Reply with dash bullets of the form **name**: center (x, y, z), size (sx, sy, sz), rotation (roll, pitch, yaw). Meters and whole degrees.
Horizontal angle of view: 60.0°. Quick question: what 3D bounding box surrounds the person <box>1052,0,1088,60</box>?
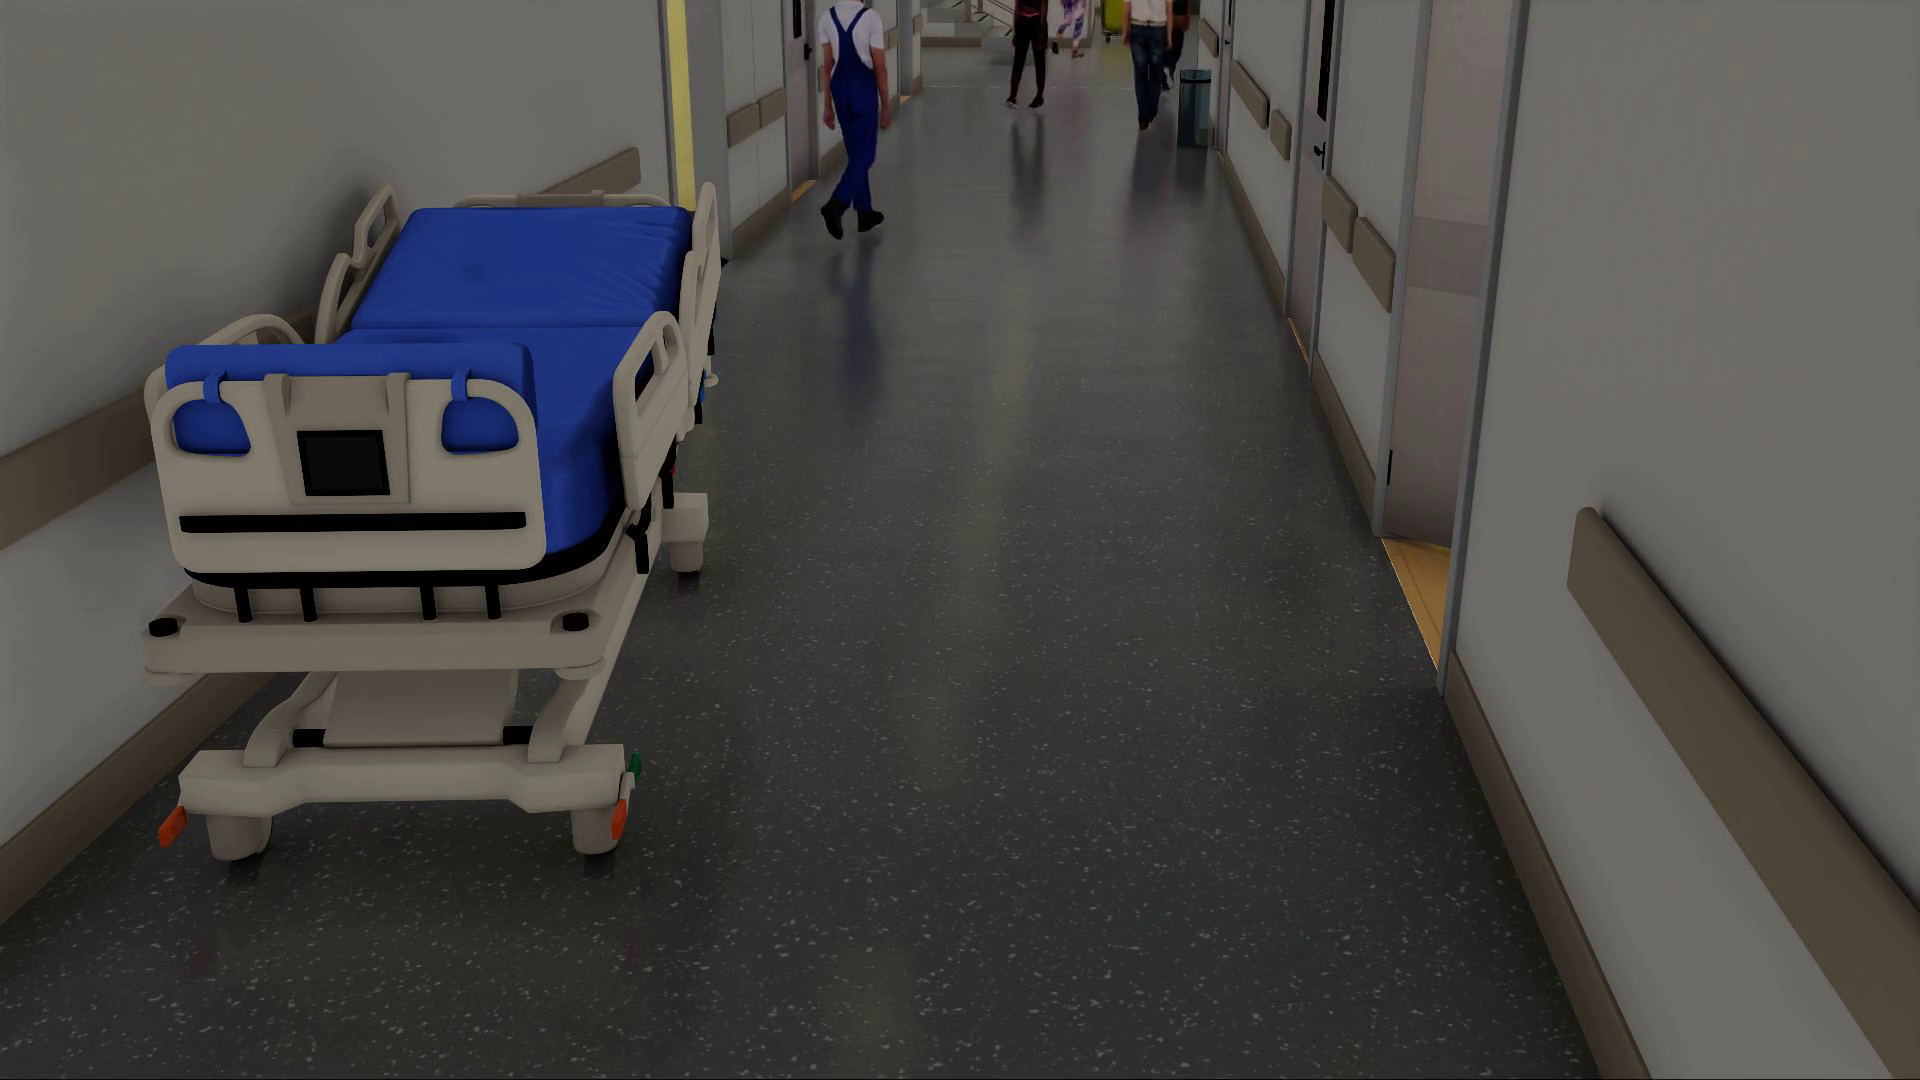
- **person**: center (1.693, -8.174, 25.180), size (0.905, 1.742, 0.913), rotation (13, 24, 31)

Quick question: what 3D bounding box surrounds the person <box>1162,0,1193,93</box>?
- **person**: center (2.571, -6.397, 20.362), size (0.931, 1.791, 0.823), rotation (5, 21, 12)

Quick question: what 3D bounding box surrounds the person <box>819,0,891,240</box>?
- **person**: center (-0.736, -2.942, 11.254), size (1.237, 1.822, 0.954), rotation (8, 22, 21)

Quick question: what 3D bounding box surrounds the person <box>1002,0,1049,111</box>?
- **person**: center (0.857, -5.706, 18.687), size (1.117, 1.726, 0.937), rotation (11, 23, 27)

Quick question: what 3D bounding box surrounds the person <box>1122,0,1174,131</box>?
- **person**: center (1.922, -5.127, 17.030), size (0.991, 1.817, 0.727), rotation (2, 21, 6)
